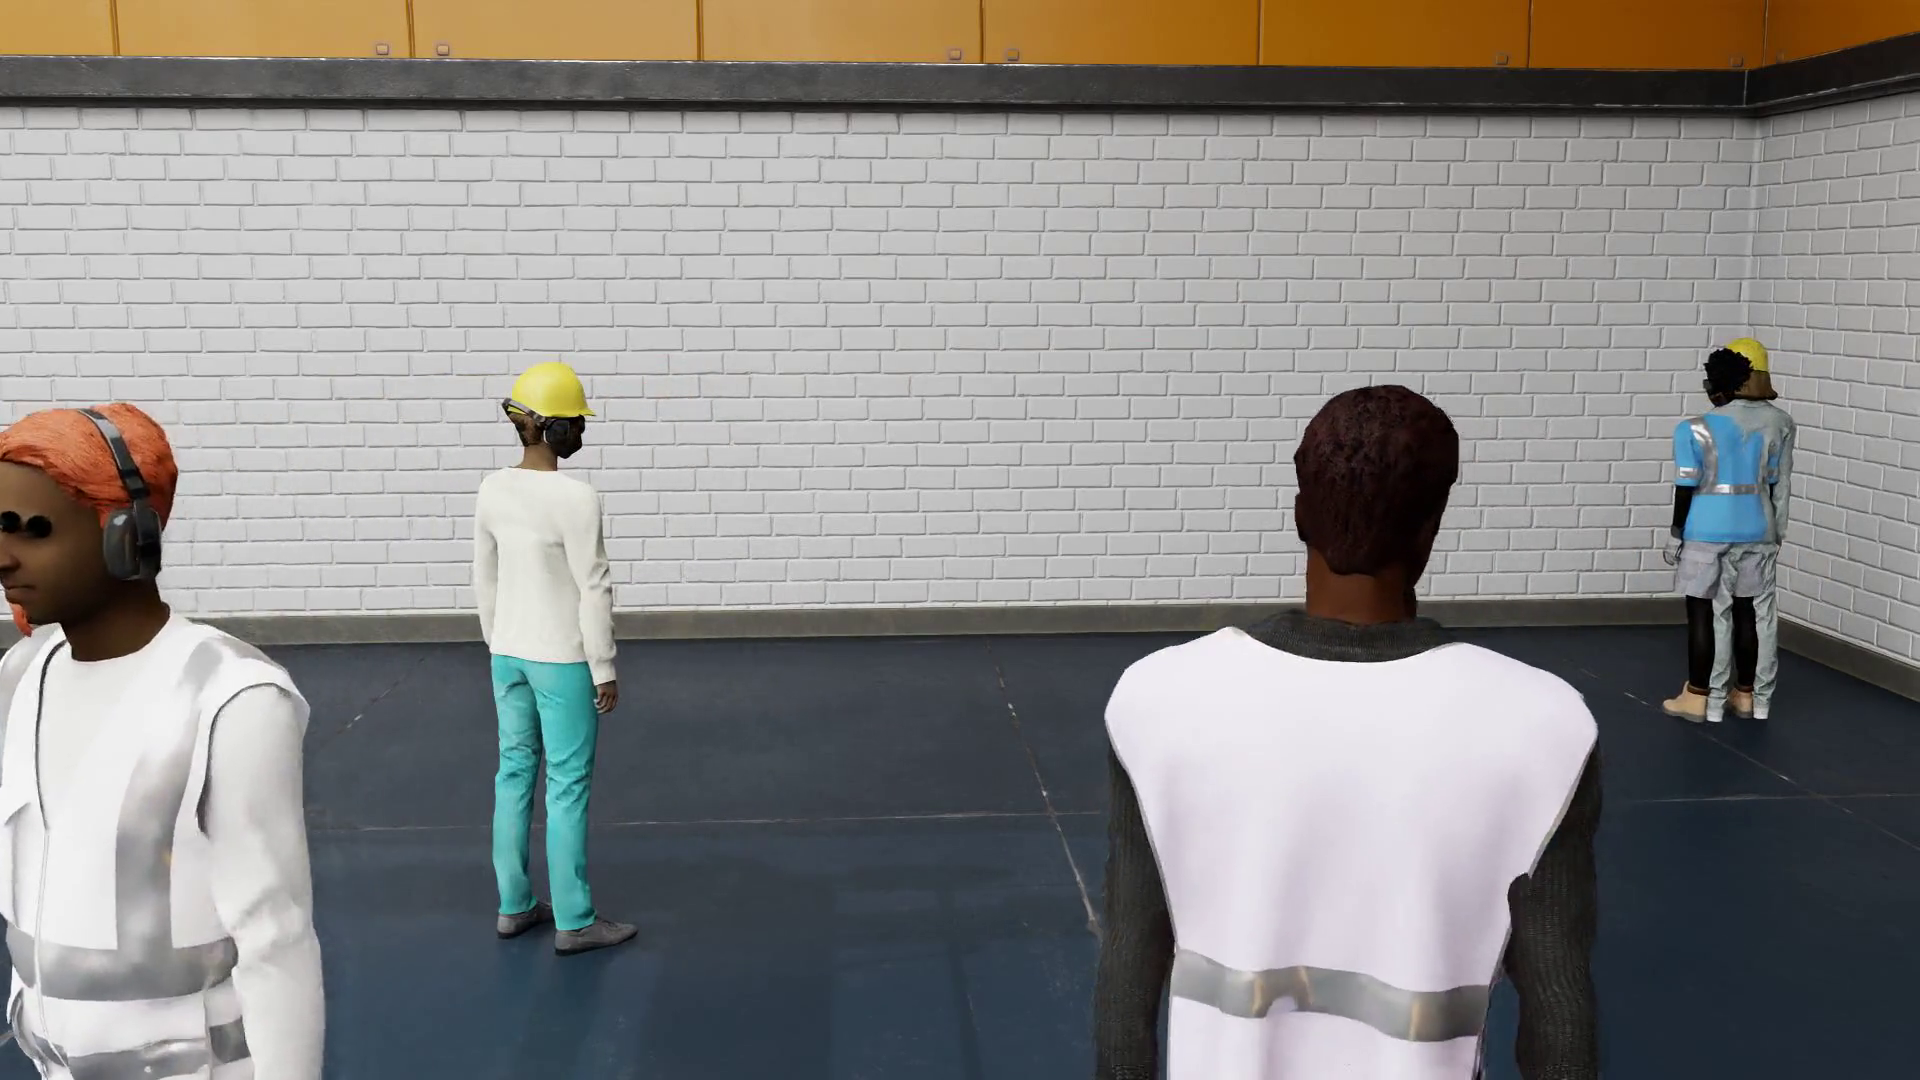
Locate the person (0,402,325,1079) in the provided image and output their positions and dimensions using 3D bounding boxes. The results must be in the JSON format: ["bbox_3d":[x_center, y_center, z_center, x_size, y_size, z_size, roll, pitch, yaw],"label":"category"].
[{"bbox_3d":[-1.033,0.730,2.341,0.590,1.866,0.762,5,11,31],"label":"person"}]

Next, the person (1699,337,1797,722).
[{"bbox_3d":[3.520,-0.045,7.572,0.492,1.742,0.323,-1,9,-8],"label":"person"}]

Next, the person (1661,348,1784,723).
[{"bbox_3d":[3.443,-0.016,7.539,0.550,1.696,0.319,-2,9,-11],"label":"person"}]

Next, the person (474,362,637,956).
[{"bbox_3d":[-1.224,0.352,5.009,0.531,1.767,0.328,6,11,35],"label":"person"}]

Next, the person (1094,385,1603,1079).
[{"bbox_3d":[0.446,0.764,2.039,0.615,1.900,0.594,2,9,12],"label":"person"}]
